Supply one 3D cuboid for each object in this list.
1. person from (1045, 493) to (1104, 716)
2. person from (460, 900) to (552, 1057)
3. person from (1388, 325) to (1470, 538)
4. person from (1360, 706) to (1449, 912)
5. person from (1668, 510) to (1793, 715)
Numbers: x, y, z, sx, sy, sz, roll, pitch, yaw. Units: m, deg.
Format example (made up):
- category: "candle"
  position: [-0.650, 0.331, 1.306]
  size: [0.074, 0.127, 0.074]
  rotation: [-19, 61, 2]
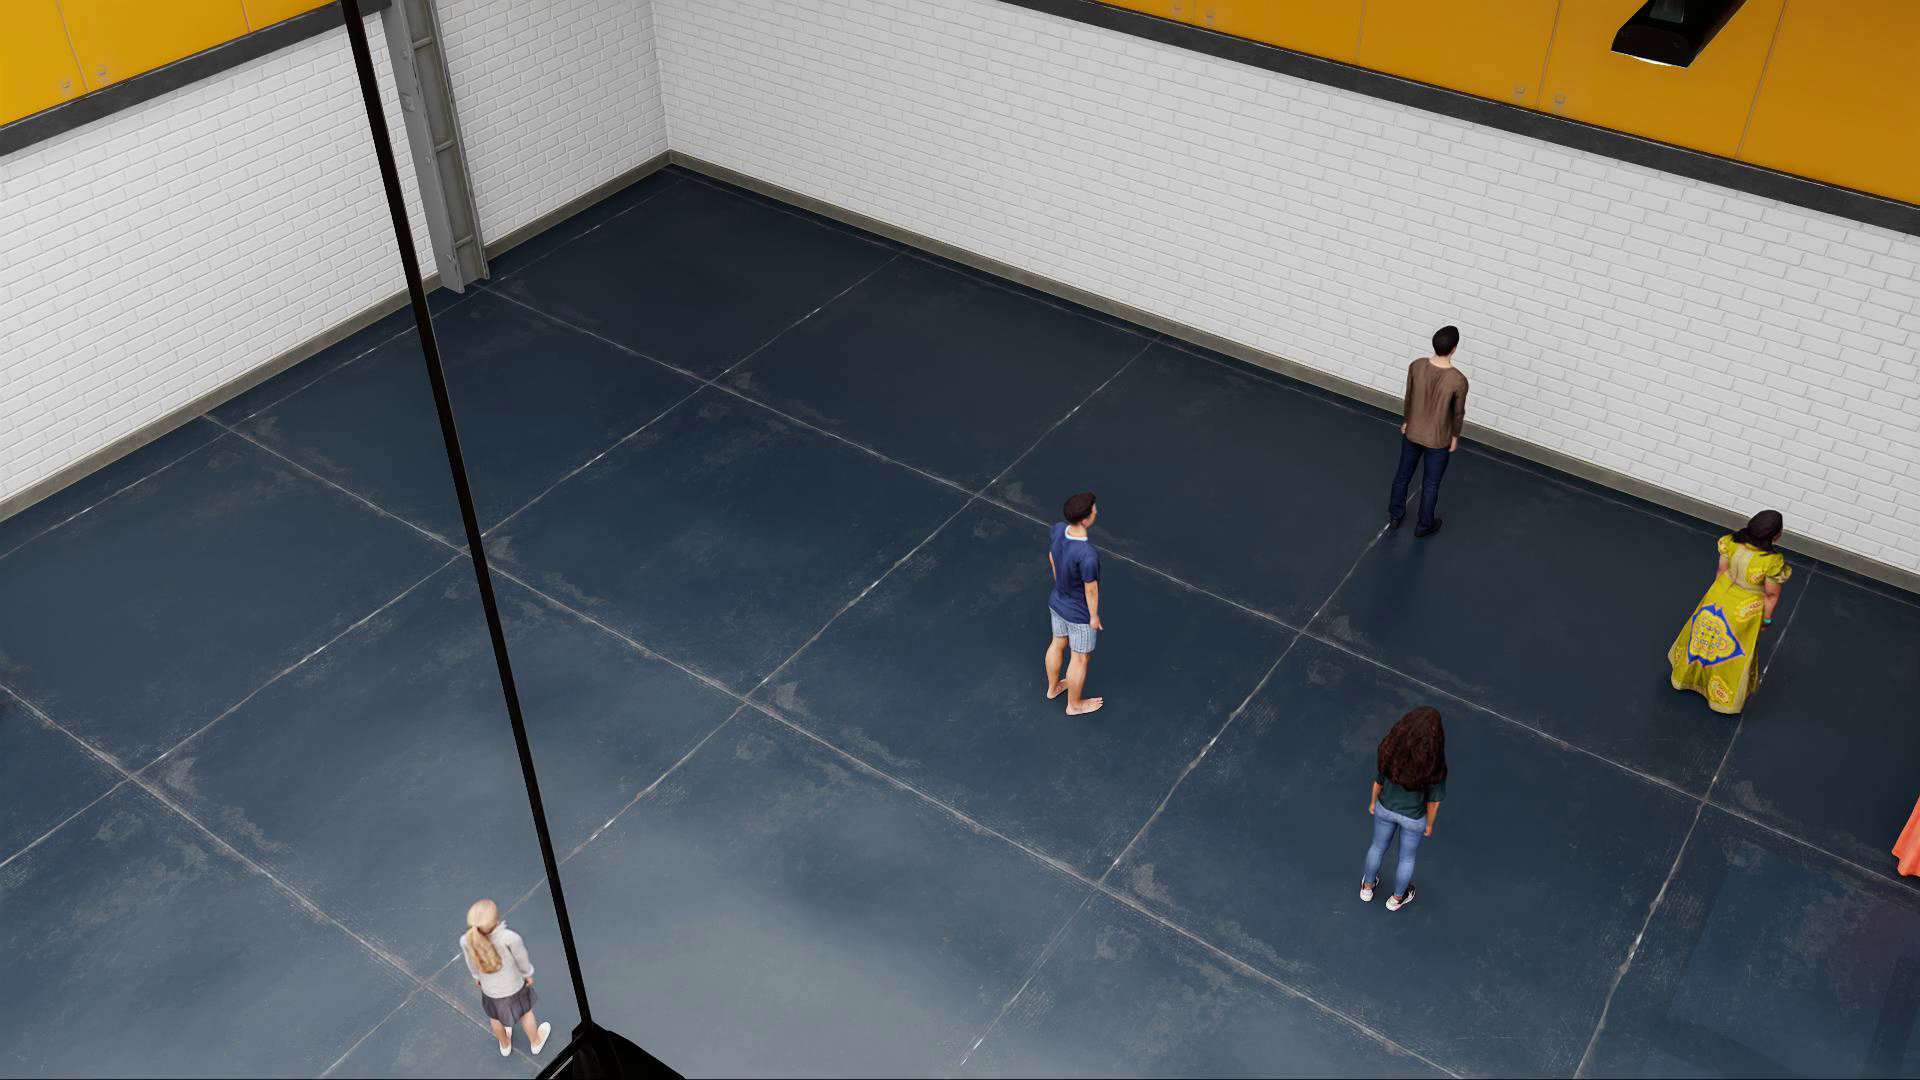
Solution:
- category: "person"
  position: [0.784, 0.439, 11.480]
  size: [0.674, 1.849, 0.690]
  rotation: [-23, 44, -26]
- category: "person"
  position: [-2.588, 2.471, 9.394]
  size: [0.603, 1.275, 0.651]
  rotation: [0, 39, 0]
- category: "person"
  position: [3.680, -0.848, 13.059]
  size: [0.650, 1.888, 0.570]
  rotation: [26, 45, 29]
- category: "person"
  position: [2.704, 1.638, 10.165]
  size: [0.598, 1.616, 0.589]
  rotation: [22, 43, 25]
- category: "person"
  position: [5.420, 0.468, 11.594]
  size: [0.941, 1.661, 0.968]
  rotation: [-22, 44, -25]
